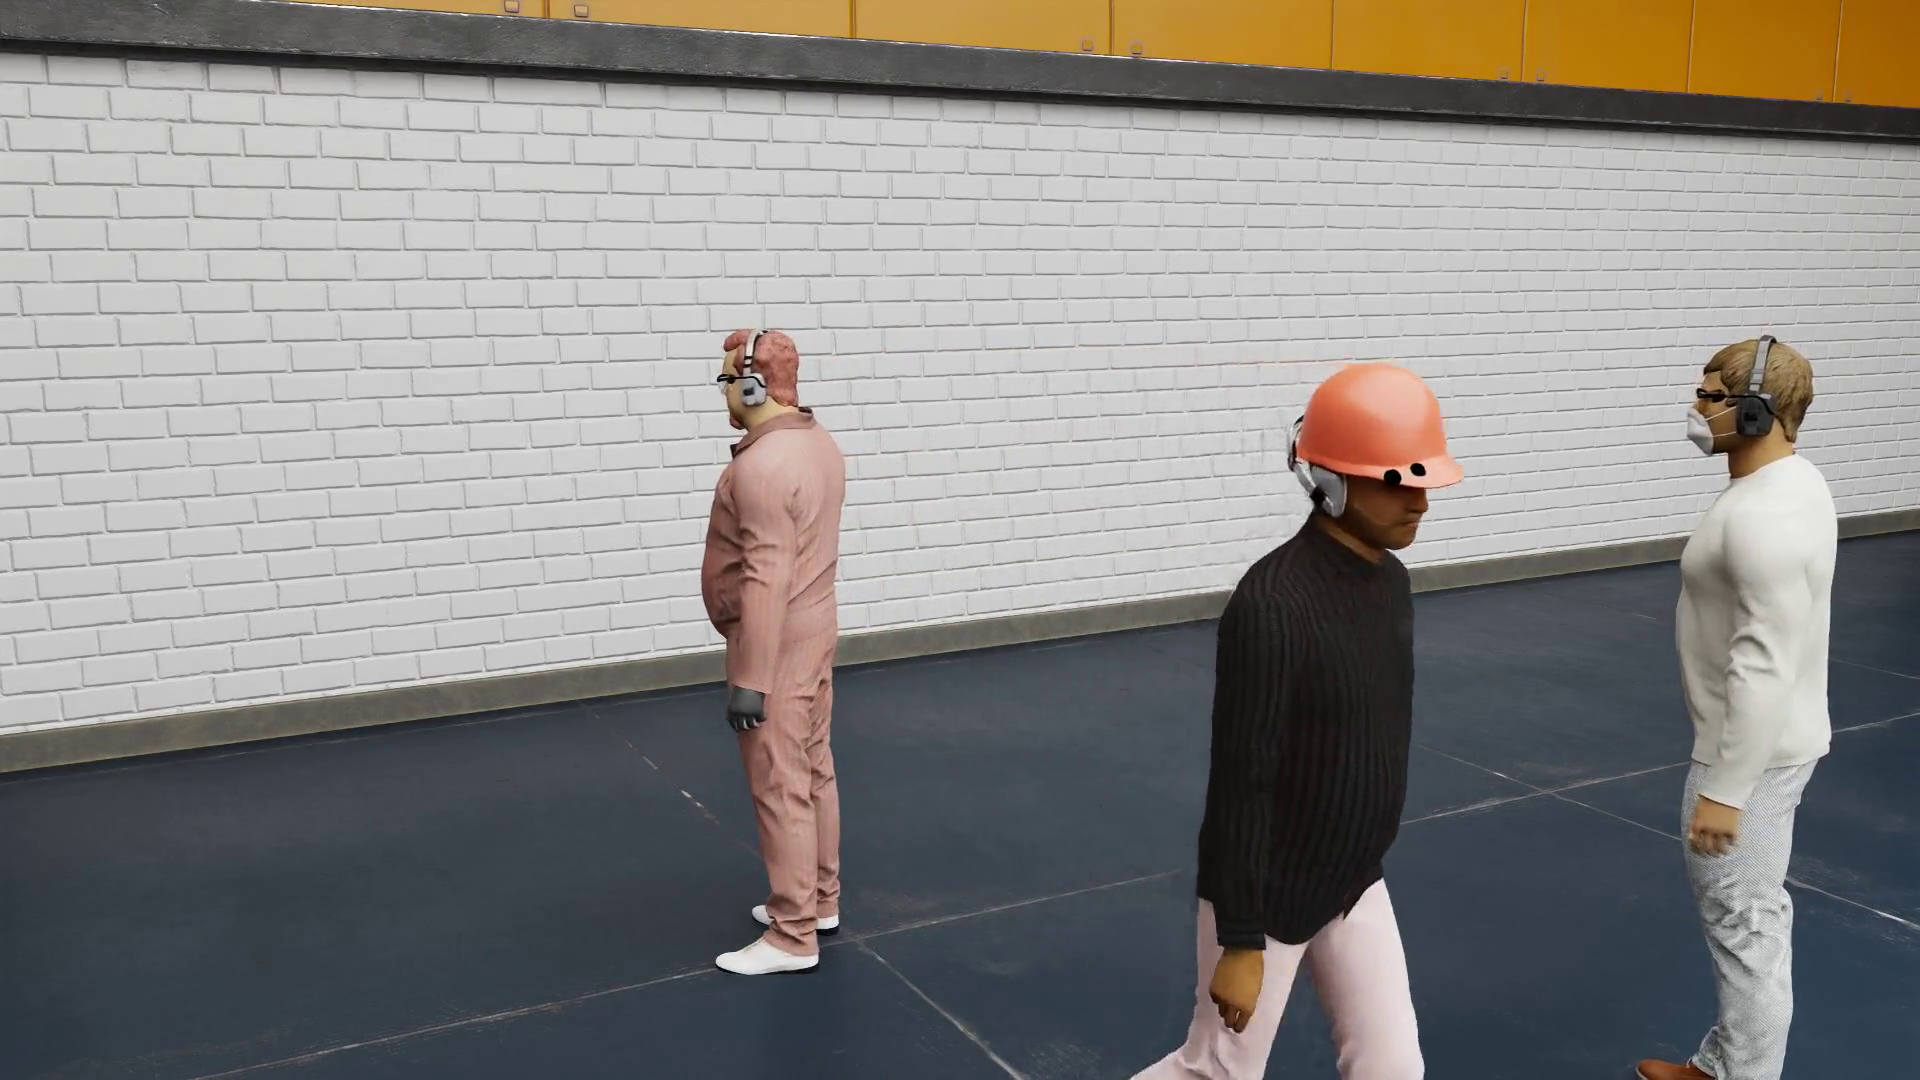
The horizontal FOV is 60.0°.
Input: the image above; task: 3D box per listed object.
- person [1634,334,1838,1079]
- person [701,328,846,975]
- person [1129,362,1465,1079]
[{"bbox_3d":[1.805,0.500,3.857,0.372,1.941,0.627,5,11,28],"label":"person"},{"bbox_3d":[-0.561,0.330,4.935,0.403,1.904,0.652,2,10,11],"label":"person"},{"bbox_3d":[0.578,0.621,3.178,0.971,1.946,0.667,8,13,40],"label":"person"}]
